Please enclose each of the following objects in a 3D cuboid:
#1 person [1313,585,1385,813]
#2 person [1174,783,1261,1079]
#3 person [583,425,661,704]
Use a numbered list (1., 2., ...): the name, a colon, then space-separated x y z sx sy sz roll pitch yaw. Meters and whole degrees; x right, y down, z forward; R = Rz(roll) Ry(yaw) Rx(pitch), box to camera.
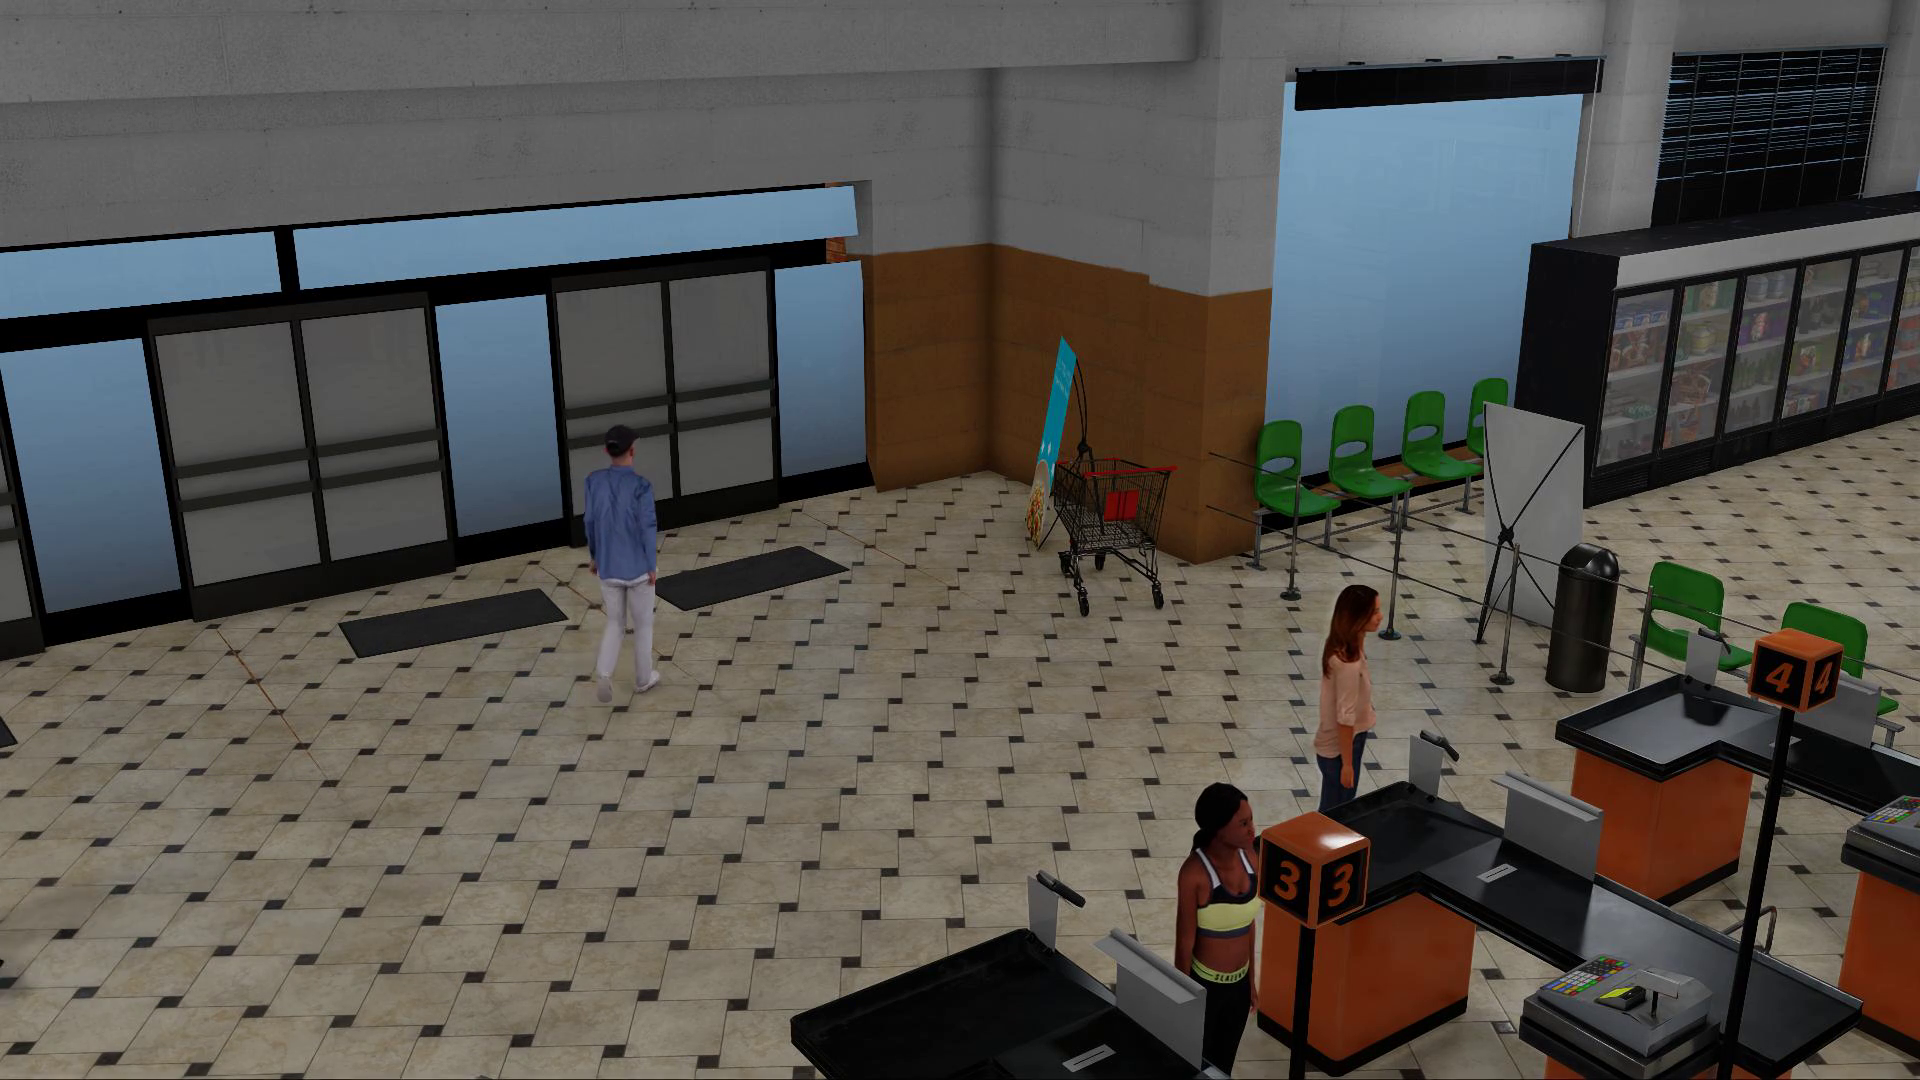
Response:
1. person: 1.914 1.061 8.393 0.723 1.790 0.668 4 19 11
2. person: 0.967 1.738 6.443 0.557 1.753 0.509 -12 22 -31
3. person: -2.221 0.183 10.861 0.987 1.878 1.029 5 19 14
